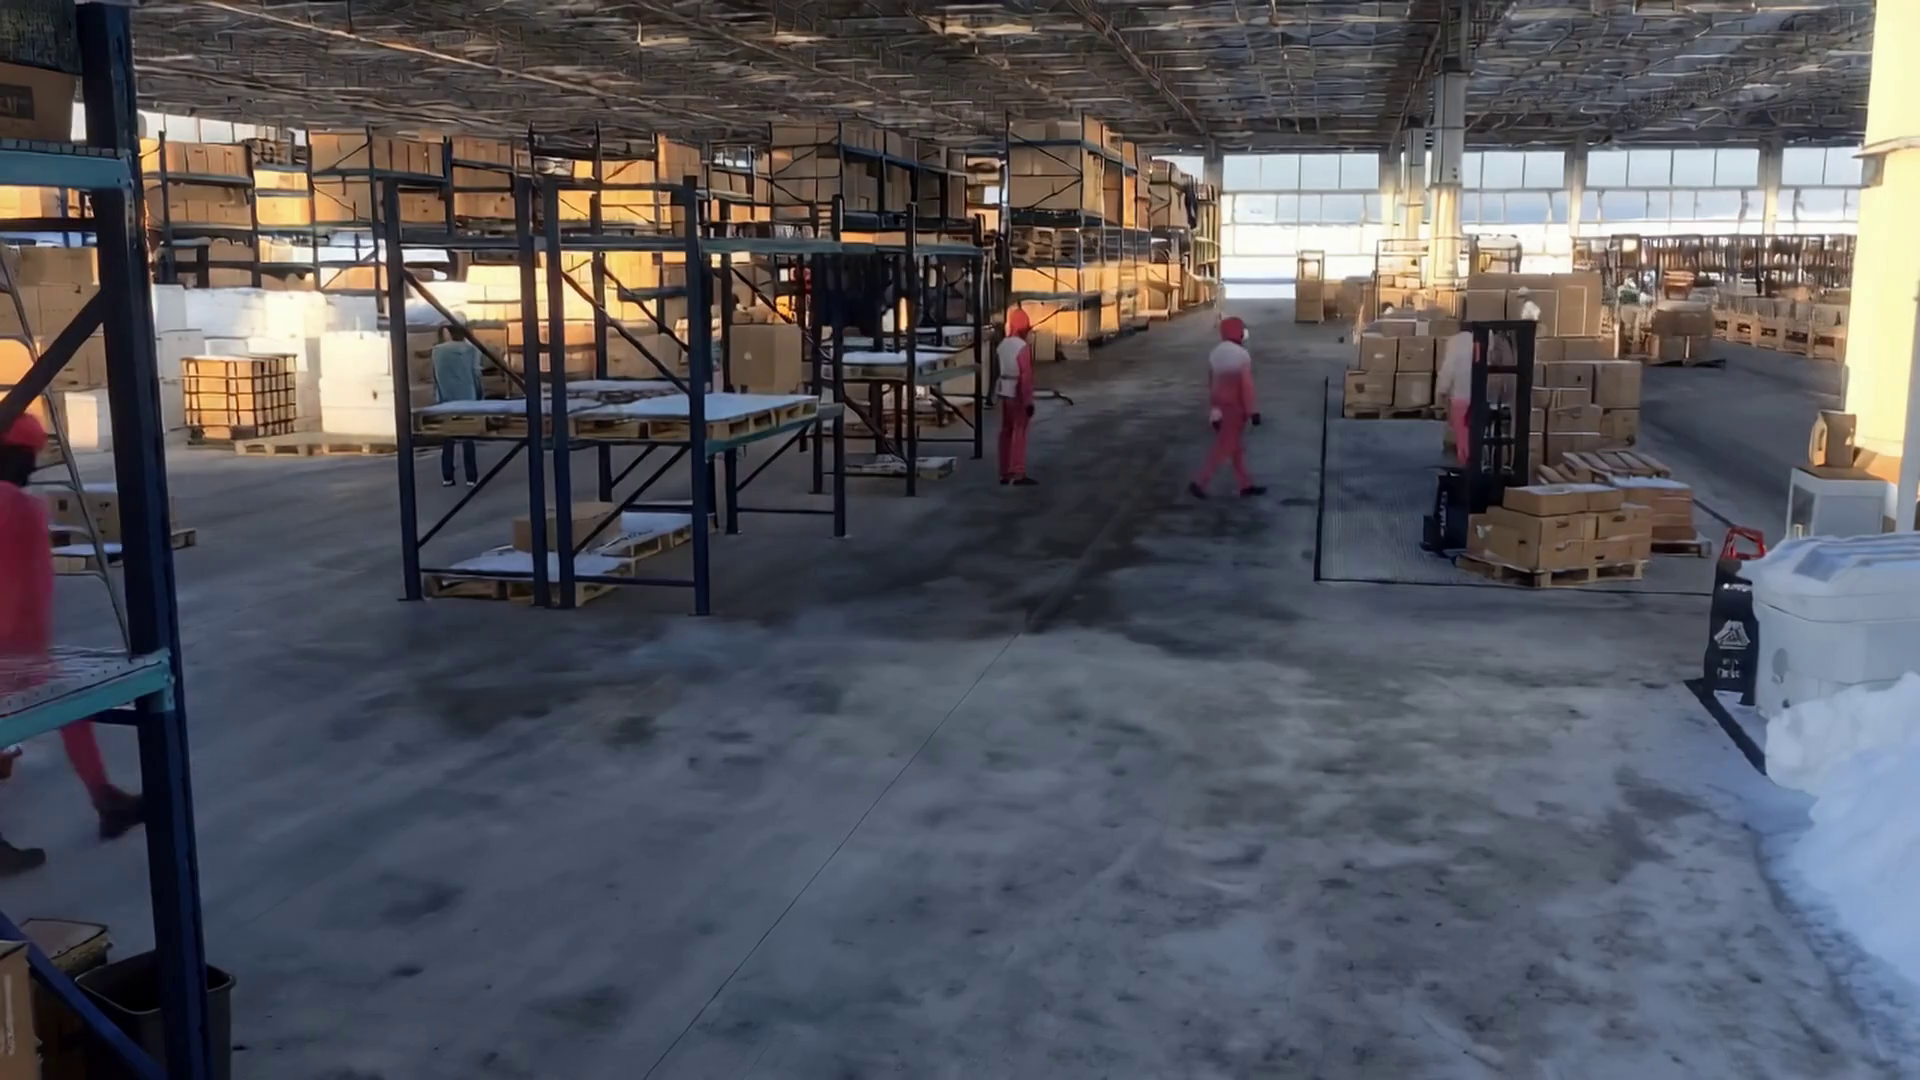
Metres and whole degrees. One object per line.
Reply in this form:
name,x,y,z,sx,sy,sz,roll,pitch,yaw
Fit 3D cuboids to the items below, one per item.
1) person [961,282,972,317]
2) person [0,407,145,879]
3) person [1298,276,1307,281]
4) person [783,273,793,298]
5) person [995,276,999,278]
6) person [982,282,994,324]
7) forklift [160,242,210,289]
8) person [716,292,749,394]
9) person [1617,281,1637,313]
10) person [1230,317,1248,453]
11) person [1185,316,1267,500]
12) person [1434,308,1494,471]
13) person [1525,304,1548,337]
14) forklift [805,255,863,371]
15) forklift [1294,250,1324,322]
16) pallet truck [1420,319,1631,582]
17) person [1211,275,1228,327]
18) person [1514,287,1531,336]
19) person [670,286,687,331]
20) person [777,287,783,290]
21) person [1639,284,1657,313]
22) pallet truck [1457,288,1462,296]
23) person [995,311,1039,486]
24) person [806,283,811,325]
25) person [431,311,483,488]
person,0.308,-8.508,60.195,0.730,1.671,0.538,7,12,36
person,-3.797,0.387,6.845,0.567,1.886,0.946,3,10,18
person,17.431,-12.815,84.752,0.621,1.977,0.534,-2,10,-14
person,-7.679,-10.951,73.914,0.553,1.916,0.752,0,10,2
person,1.971,-13.296,88.108,0.596,1.810,0.751,2,10,13
person,0.876,-9.143,64.172,0.853,1.591,0.499,2,10,14
forklift,-16.063,-4.810,34.690,1.129,2.768,1.873,2,10,12
person,-3.644,-2.989,26.607,0.362,1.963,0.614,9,13,44
person,21.041,-7.258,52.467,0.600,1.787,0.961,3,10,16
person,3.523,-1.981,21.301,0.308,1.741,0.494,3,10,18
person,2.744,-1.353,17.140,0.967,1.903,0.631,-3,10,-16
person,5.822,-1.709,19.198,0.649,1.918,0.434,-6,11,-30
person,8.412,-2.555,24.493,0.986,1.826,0.519,-3,10,-19
forklift,-2.515,-4.828,34.799,1.129,2.768,1.873,2,10,12
forklift,13.778,-10.002,65.433,1.129,2.768,1.873,2,10,12
pallet truck,4.543,-0.757,13.299,0.823,1.965,1.885,-4,10,-22
person,9.573,-8.779,61.119,0.642,1.908,0.975,8,12,38
person,12.237,-4.558,36.165,1.023,1.871,0.562,3,10,18
person,-6.739,-5.190,40.027,0.863,1.836,0.541,5,11,29
person,-7.610,-10.229,70.466,0.266,1.631,0.507,4,10,20
person,22.933,-7.723,55.496,0.537,1.674,0.718,3,10,17
pallet truck,20.506,-9.785,68.819,0.653,1.274,1.630,2,10,12
person,0.603,-1.543,18.195,0.392,1.917,0.592,-5,11,-29
person,-5.247,-8.601,60.025,0.613,1.901,0.447,-2,10,-11
person,-5.445,-1.525,18.099,0.584,1.918,0.408,2,10,14
